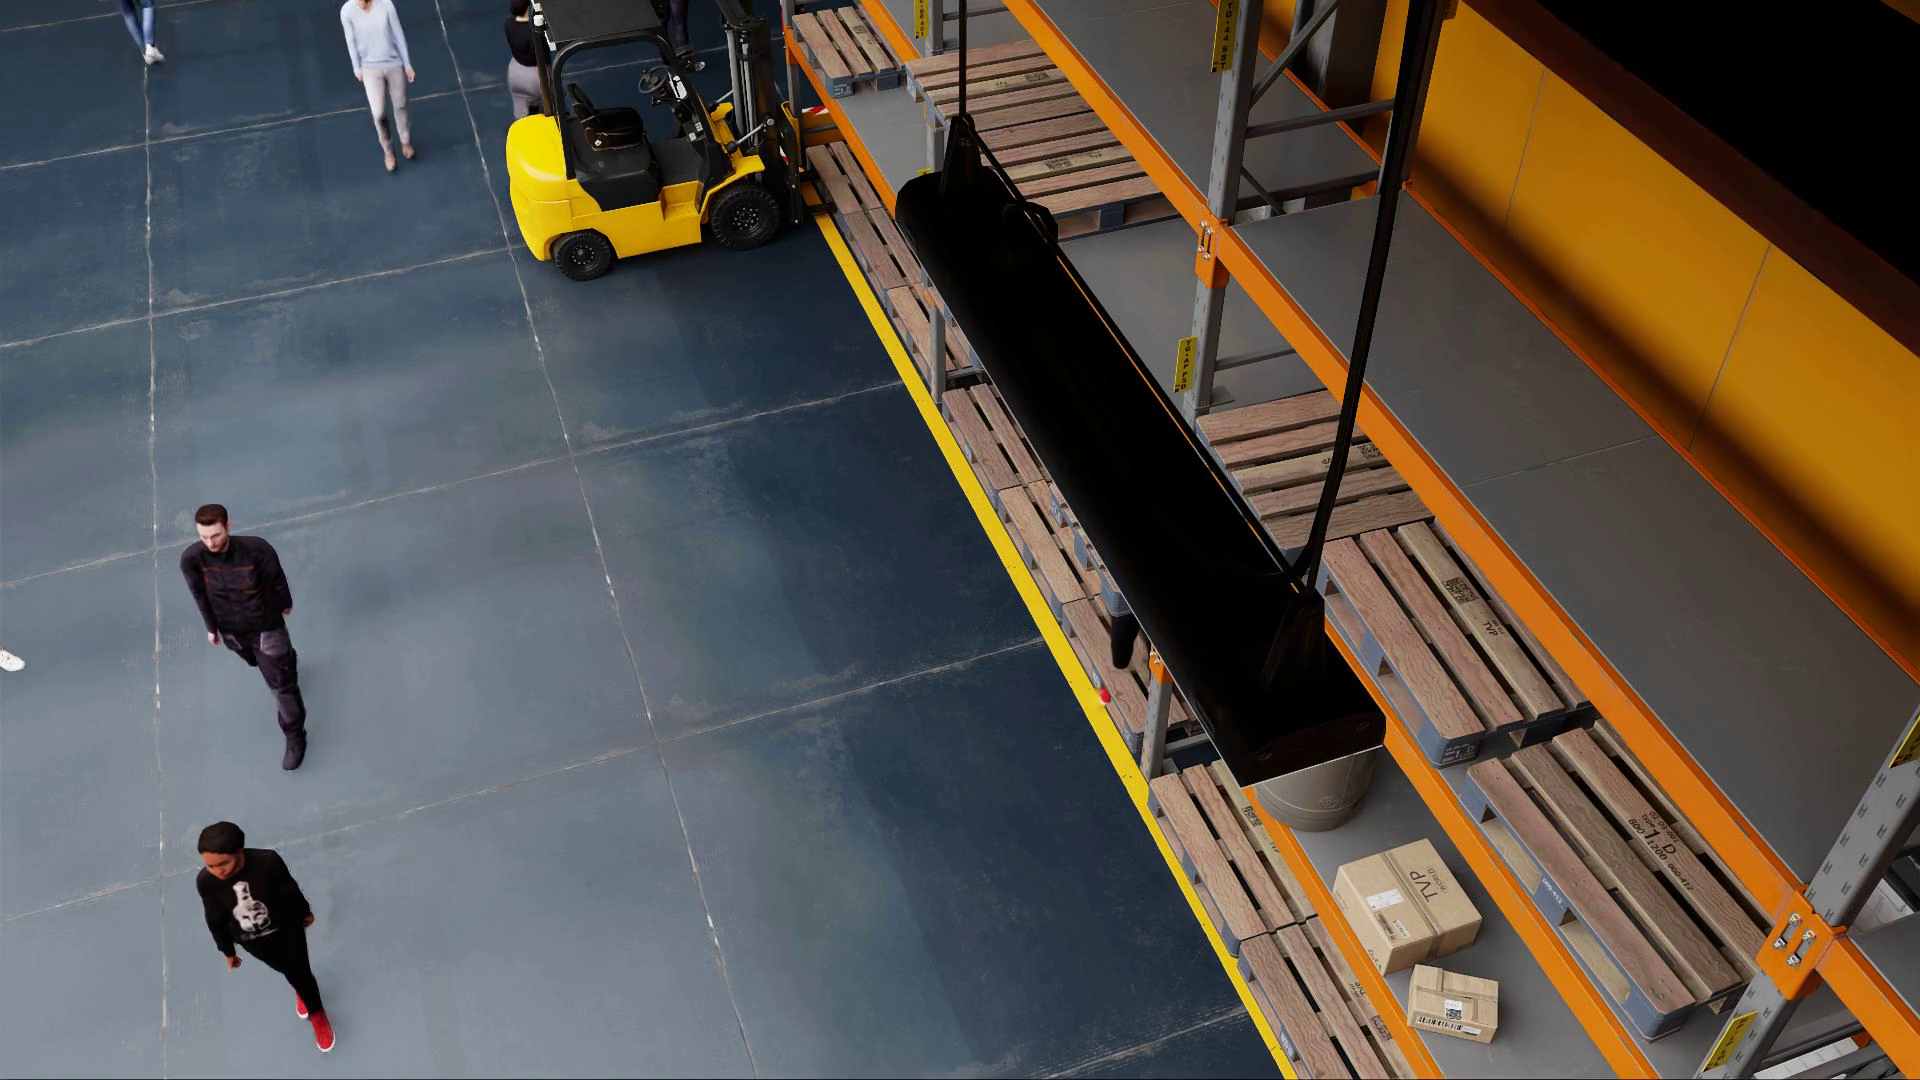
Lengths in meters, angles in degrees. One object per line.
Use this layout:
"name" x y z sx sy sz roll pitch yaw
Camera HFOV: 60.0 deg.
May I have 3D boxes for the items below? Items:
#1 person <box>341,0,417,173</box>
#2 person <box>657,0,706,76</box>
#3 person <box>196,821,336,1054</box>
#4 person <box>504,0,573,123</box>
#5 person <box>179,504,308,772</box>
"person" -5.305 -4.383 15.259 0.680 1.875 0.754 -18 47 -18
"person" -2.903 -5.544 16.493 0.695 1.853 0.808 26 49 25
"person" -3.654 1.966 8.753 0.631 1.656 0.764 -12 45 -13
"person" -3.925 -4.083 15.059 1.123 1.716 1.119 23 48 23
"person" -4.338 0.447 10.187 0.882 1.877 1.279 -4 44 -5
